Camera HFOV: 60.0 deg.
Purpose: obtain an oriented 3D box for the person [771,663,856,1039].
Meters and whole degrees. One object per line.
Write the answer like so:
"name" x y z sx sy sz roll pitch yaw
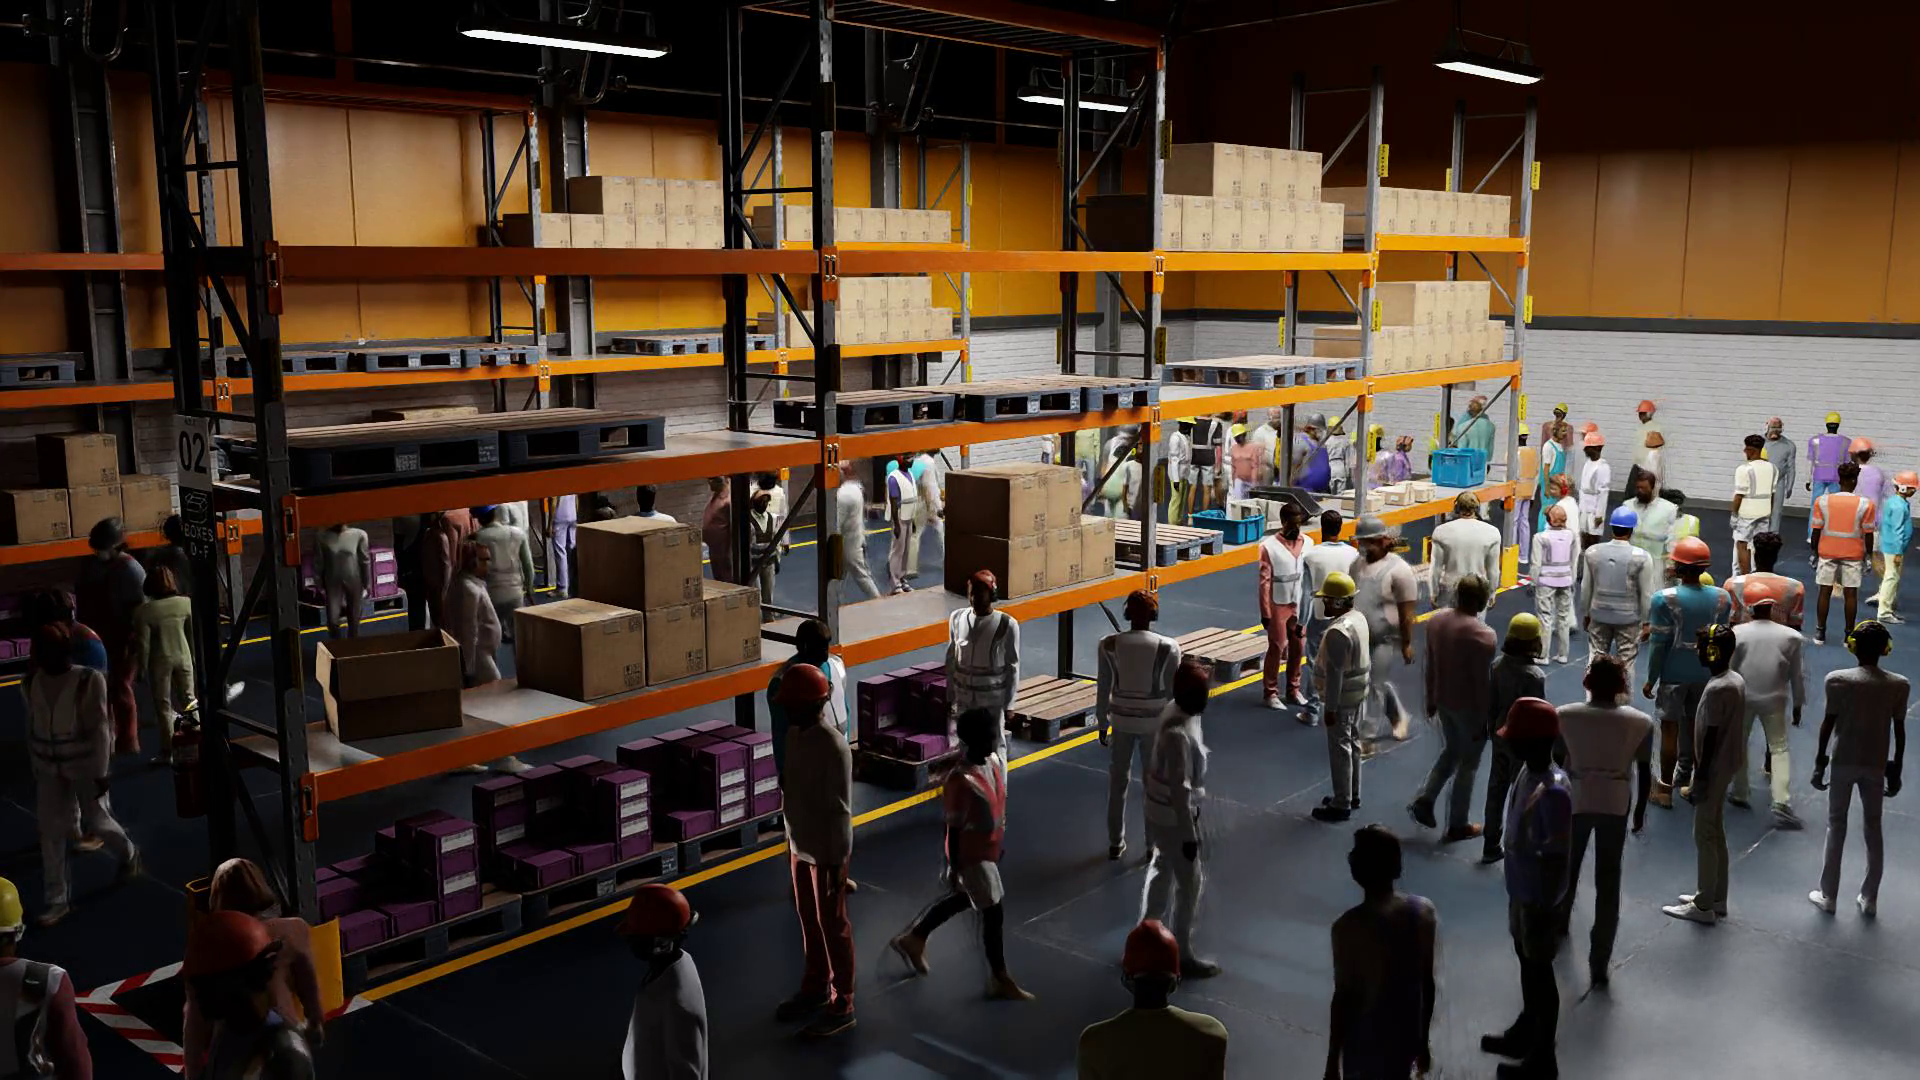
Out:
"person" -0.779 1.619 8.795 0.407 1.986 0.616 -6 11 -33

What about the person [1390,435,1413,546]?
"person" 6.213 -0.663 23.469 0.318 1.631 0.524 3 10 18

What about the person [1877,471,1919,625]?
"person" 10.550 0.081 18.700 0.355 1.737 0.578 5 11 26

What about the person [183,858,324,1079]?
"person" -2.942 2.110 6.944 0.560 1.616 0.510 -7 12 -35

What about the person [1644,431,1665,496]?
"person" 10.002 -0.760 24.035 0.265 1.632 0.508 6 11 31

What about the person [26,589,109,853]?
"person" -6.158 1.242 11.472 0.627 1.840 0.429 4 10 25

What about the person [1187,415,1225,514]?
"person" 3.953 -1.311 26.561 0.656 1.903 0.539 1 10 7

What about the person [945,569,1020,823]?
"person" 0.146 1.142 11.936 0.576 1.883 0.355 5 11 27

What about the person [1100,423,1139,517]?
"person" 2.267 -0.745 22.732 0.704 2.000 0.628 3 10 16

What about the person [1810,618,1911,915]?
"person" 5.608 1.416 10.381 0.506 1.860 0.312 2 10 9

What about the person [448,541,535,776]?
"person" -3.712 0.938 13.129 0.782 1.880 0.663 -4 10 -20

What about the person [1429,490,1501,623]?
"person" 4.744 0.495 15.679 0.633 1.931 0.357 2 10 14

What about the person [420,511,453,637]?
"person" -5.187 0.442 16.453 0.301 1.771 0.533 -7 12 -36

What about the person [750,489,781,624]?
"person" -2.162 0.262 17.946 0.514 1.634 0.313 -7 12 -35

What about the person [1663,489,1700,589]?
"person" 7.551 0.287 17.618 0.545 1.687 0.362 1 10 6

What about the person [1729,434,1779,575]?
"person" 9.780 -0.332 20.529 0.611 1.956 0.386 -4 10 -20

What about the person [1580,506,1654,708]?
"person" 5.750 0.669 14.566 0.614 1.946 0.389 8 12 39

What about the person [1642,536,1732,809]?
"person" 5.384 0.986 12.380 0.607 2.048 0.368 -1 10 -7

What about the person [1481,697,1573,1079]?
"person" 2.832 1.725 8.304 0.378 1.932 0.551 1 10 5

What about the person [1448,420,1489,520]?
"person" 7.954 -1.099 26.201 0.869 1.582 0.517 2 10 9

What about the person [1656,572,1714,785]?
"person" 5.591 1.088 12.675 0.324 1.743 0.491 -2 10 -14

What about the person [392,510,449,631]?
"person" -5.447 0.207 17.052 0.681 2.000 0.535 -4 10 -21

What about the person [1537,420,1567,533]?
"person" 8.380 -0.777 23.536 0.342 1.840 0.504 8 12 39

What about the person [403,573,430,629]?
"person" -5.719 0.260 17.316 0.350 1.846 0.506 -5 11 -30

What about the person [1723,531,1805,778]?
"person" 6.301 0.900 13.132 0.617 1.964 0.361 2 10 14

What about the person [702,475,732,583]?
"person" -2.582 0.118 18.002 0.406 1.902 0.636 -5 11 -30

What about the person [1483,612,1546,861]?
"person" 3.744 1.343 11.145 0.286 1.745 0.493 -4 10 -24

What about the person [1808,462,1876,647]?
"person" 9.333 0.150 17.612 0.613 1.962 0.362 6 11 33

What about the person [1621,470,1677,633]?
"person" 7.315 0.187 17.612 0.655 1.894 0.614 -9 13 -44

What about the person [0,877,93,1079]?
"person" -3.534 2.125 6.205 0.600 1.836 0.404 -1 10 -7

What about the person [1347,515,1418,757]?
"person" 3.509 0.741 13.864 0.916 2.000 0.697 -5 11 -30

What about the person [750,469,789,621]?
"person" -2.227 0.033 18.857 0.679 1.780 0.950 -8 13 -41

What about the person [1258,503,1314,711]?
"person" 2.954 0.600 15.121 0.598 1.906 0.404 -5 11 -29

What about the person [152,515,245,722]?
"person" -6.900 0.681 14.891 0.517 1.812 0.981 2 10 13

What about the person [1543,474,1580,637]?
"person" 6.446 0.181 17.895 0.511 1.810 0.684 6 11 32

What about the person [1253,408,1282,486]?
"person" 4.680 -1.035 24.901 0.649 1.899 0.397 -6 11 -30

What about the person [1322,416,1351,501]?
"person" 5.653 -1.000 25.166 0.485 1.737 0.321 -2 10 -9

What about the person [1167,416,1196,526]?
"person" 3.239 -0.941 24.275 0.395 1.918 0.586 4 10 25

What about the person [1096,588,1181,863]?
"person" 1.205 1.257 11.268 0.577 1.880 0.353 3 10 16

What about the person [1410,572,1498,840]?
"person" 3.498 1.172 11.636 0.493 1.921 0.638 -5 11 -27

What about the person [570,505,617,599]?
"person" -3.123 0.658 14.686 0.635 1.940 0.398 4 10 21

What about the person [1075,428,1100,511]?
"person" 2.026 -1.344 27.150 0.525 1.760 0.340 2 10 13

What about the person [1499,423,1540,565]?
"person" 7.489 -0.611 22.321 0.596 1.911 0.399 -5 11 -28

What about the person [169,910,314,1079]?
"person" -2.230 2.183 5.341 0.658 2.011 0.712 -9 13 -42
